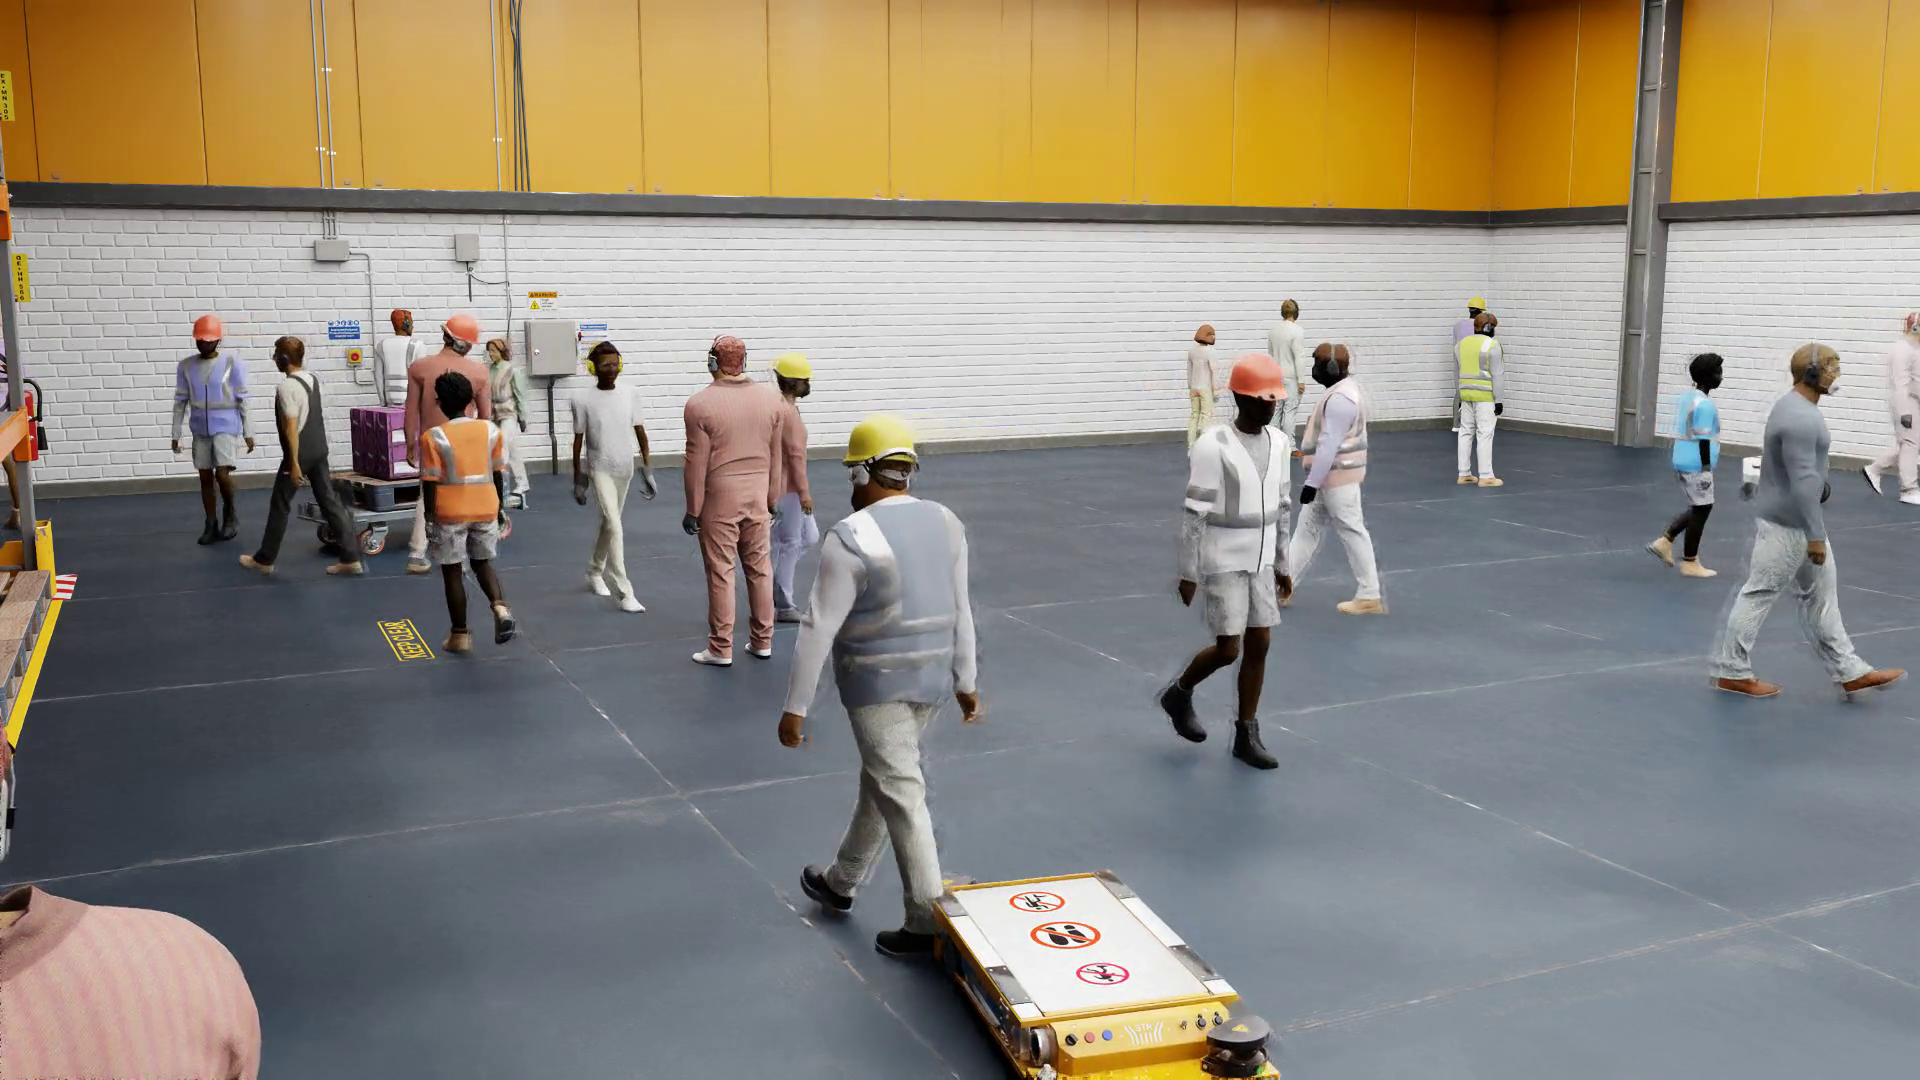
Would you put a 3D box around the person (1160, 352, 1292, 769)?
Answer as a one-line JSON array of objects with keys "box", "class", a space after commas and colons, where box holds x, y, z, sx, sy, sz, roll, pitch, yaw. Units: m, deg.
[{"box": [1.251, 0.090, 7.628, 0.593, 1.913, 0.610, -6, 11, -33], "class": "person"}]

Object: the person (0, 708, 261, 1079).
[{"box": [-1.006, 1.050, 1.683, 0.406, 1.911, 0.636, 4, 10, 25], "class": "person"}]

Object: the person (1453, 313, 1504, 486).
[{"box": [5.527, -1.487, 17.649, 0.429, 1.837, 0.621, -5, 11, -29], "class": "person"}]

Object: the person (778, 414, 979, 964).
[{"box": [-0.318, 0.477, 5.589, 0.874, 1.777, 0.715, 8, 12, 40], "class": "person"}]

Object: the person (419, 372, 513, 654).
[{"box": [-2.906, -0.150, 9.795, 0.549, 1.681, 0.432, -9, 13, -43], "class": "person"}]

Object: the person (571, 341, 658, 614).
[{"box": [-2.393, -0.452, 11.333, 0.506, 1.818, 1.018, -7, 12, -39], "class": "person"}]

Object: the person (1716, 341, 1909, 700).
[{"box": [4.476, -0.069, 8.643, 0.955, 1.896, 0.655, 5, 10, 27], "class": "person"}]

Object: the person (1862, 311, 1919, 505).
[{"box": [9.285, -1.299, 16.310, 0.672, 1.891, 0.670, 9, 13, 44], "class": "person"}]

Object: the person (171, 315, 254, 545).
[{"box": [-6.197, -0.899, 13.748, 0.653, 1.913, 0.475, 0, 9, -3], "class": "person"}]

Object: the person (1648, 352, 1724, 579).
[{"box": [5.436, -0.546, 12.279, 0.399, 1.677, 0.547, 2, 9, 10], "class": "person"}]

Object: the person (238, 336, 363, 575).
[{"box": [-4.911, -0.612, 12.360, 0.955, 1.796, 0.520, 2, 9, 13], "class": "person"}]

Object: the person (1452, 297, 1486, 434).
[{"box": [7.185, -2.448, 23.357, 0.388, 1.919, 0.585, -7, 12, -39], "class": "person"}]

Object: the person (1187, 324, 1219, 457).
[{"box": [2.958, -1.799, 20.207, 0.266, 1.631, 0.507, -6, 11, -33], "class": "person"}]

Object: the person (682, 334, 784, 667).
[{"box": [-1.326, -0.224, 9.594, 0.640, 1.909, 0.409, -8, 12, -40], "class": "person"}]

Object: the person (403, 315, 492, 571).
[{"box": [-3.870, -0.707, 12.506, 0.700, 1.940, 0.442, -3, 10, -17], "class": "person"}]

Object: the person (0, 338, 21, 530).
[{"box": [-8.450, -1.073, 14.440, 0.392, 2.039, 0.614, 5, 10, 29], "class": "person"}]

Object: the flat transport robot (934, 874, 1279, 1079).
[{"box": [0.356, 1.322, 5.059, 0.652, 0.197, 1.431, -3, 10, -15], "class": "flat transport robot"}]

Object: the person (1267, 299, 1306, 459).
[{"box": [3.991, -1.956, 20.236, 0.364, 1.939, 0.636, -5, 10, -26], "class": "person"}]

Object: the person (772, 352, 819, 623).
[{"box": [-1.067, -0.324, 10.678, 0.361, 1.753, 0.534, -1, 9, -8], "class": "person"}]

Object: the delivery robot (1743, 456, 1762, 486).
[{"box": [8.065, -0.680, 16.309, 0.477, 0.478, 0.707, -5, 10, -28], "class": "delivery robot"}]

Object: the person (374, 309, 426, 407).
[{"box": [-5.746, -1.440, 17.206, 0.576, 1.883, 0.362, 2, 9, 12], "class": "person"}]

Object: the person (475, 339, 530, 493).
[{"box": [-4.598, -1.203, 16.616, 0.513, 1.594, 0.864, 6, 11, 32], "class": "person"}]

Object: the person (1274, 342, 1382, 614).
[{"box": [2.382, -0.402, 11.010, 0.943, 1.792, 0.641, 2, 9, 10], "class": "person"}]
